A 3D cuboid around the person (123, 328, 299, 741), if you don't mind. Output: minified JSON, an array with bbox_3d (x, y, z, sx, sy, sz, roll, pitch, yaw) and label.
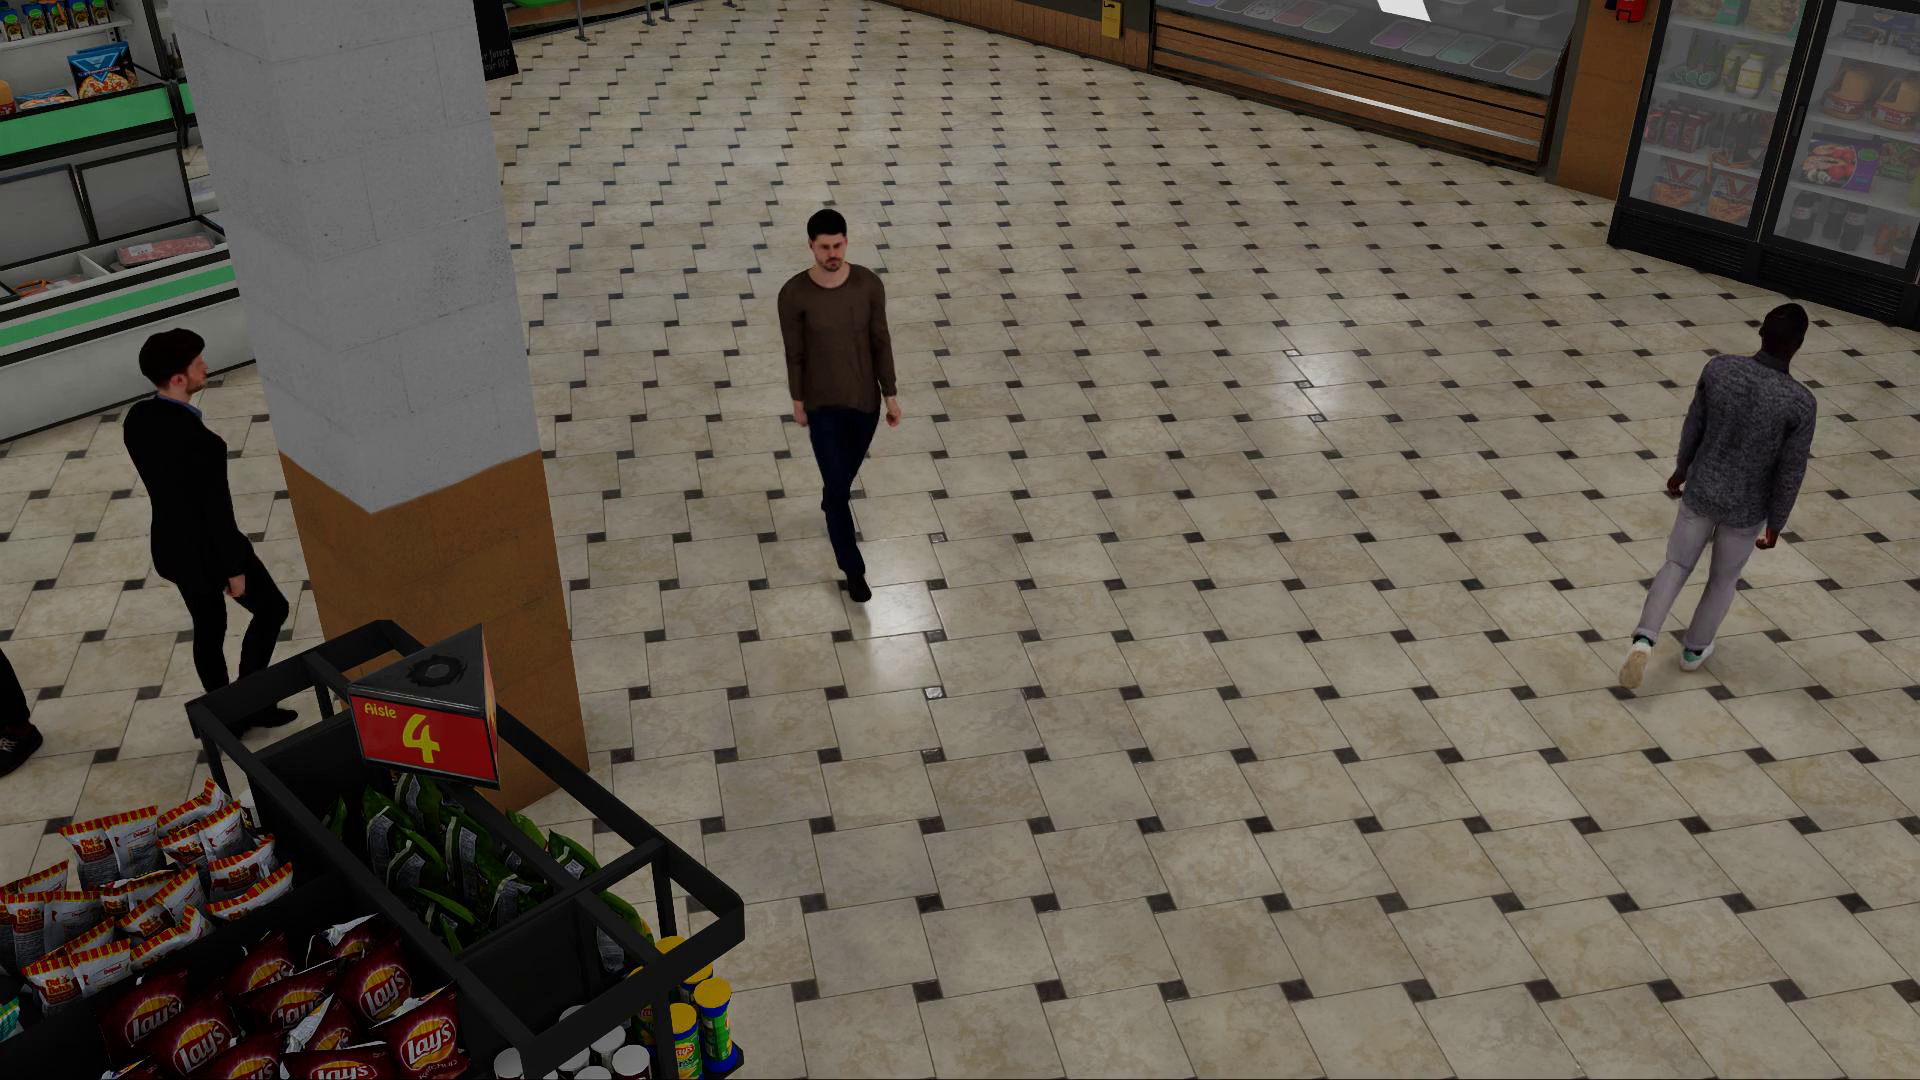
[{"bbox_3d":[-3.117,0.071,6.704,0.777,1.870,0.738,15,35,23],"label":"person"}]

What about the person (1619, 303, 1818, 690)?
[{"bbox_3d":[3.212,-0.141,7.089,0.959,1.823,0.697,-27,41,-37],"label":"person"}]

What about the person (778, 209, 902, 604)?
[{"bbox_3d":[-0.585,-0.712,7.984,1.195,1.848,1.013,-12,34,-18],"label":"person"}]
